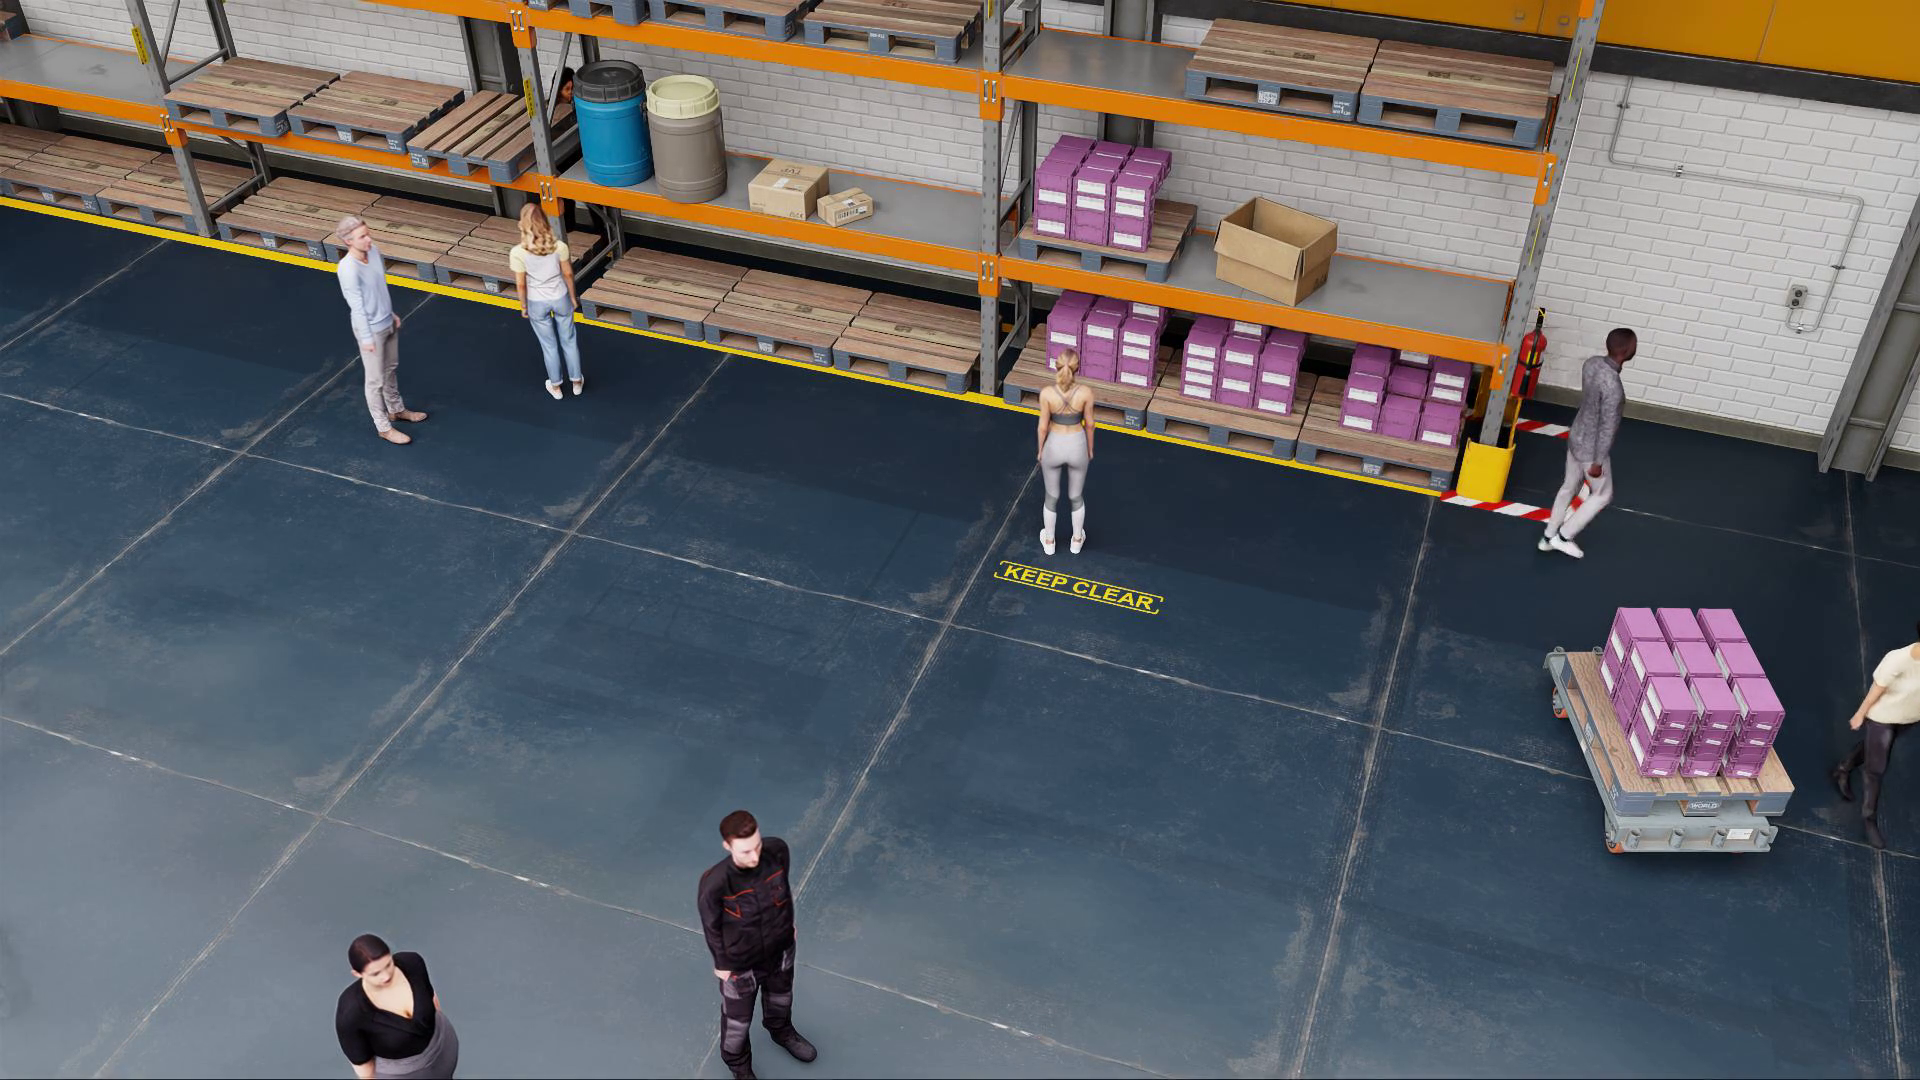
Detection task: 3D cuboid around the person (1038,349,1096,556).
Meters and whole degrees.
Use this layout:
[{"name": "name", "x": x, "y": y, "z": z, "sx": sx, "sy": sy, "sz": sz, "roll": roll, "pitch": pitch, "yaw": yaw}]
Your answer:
[{"name": "person", "x": 0.747, "y": -0.620, "z": 11.793, "sx": 0.593, "sy": 1.704, "sz": 0.695, "roll": 0, "pitch": 39, "yaw": 0}]

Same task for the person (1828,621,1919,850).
[{"name": "person", "x": 5.482, "y": 0.998, "z": 9.879, "sx": 0.929, "sy": 1.564, "sz": 0.936, "roll": -9, "pitch": 39, "yaw": -11}]

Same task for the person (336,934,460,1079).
[{"name": "person", "x": -2.639, "y": 2.455, "z": 7.898, "sx": 0.688, "sy": 1.759, "sz": 0.726, "roll": 22, "pitch": 44, "yaw": 25}]

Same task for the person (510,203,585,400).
[{"name": "person", "x": -3.307, "y": -1.912, "z": 13.396, "sx": 0.695, "sy": 1.723, "sz": 0.767, "roll": -14, "pitch": 41, "yaw": -17}]

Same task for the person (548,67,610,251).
[{"name": "person", "x": -3.533, "y": -3.492, "z": 15.302, "sx": 0.773, "sy": 1.814, "sz": 0.835, "roll": -15, "pitch": 41, "yaw": -18}]

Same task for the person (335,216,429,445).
[{"name": "person", "x": -4.560, "y": -1.661, "z": 12.945, "sx": 0.620, "sy": 1.893, "sz": 0.689, "roll": 7, "pitch": 39, "yaw": 9}]

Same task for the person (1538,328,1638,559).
[{"name": "person", "x": 4.349, "y": -0.667, "z": 11.759, "sx": 0.777, "sy": 1.820, "sz": 0.805, "roll": 0, "pitch": 39, "yaw": 0}]

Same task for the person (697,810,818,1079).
[{"name": "person", "x": -1.025, "y": 2.034, "z": 8.301, "sx": 0.775, "sy": 1.915, "sz": 0.759, "roll": -31, "pitch": 48, "yaw": -33}]
